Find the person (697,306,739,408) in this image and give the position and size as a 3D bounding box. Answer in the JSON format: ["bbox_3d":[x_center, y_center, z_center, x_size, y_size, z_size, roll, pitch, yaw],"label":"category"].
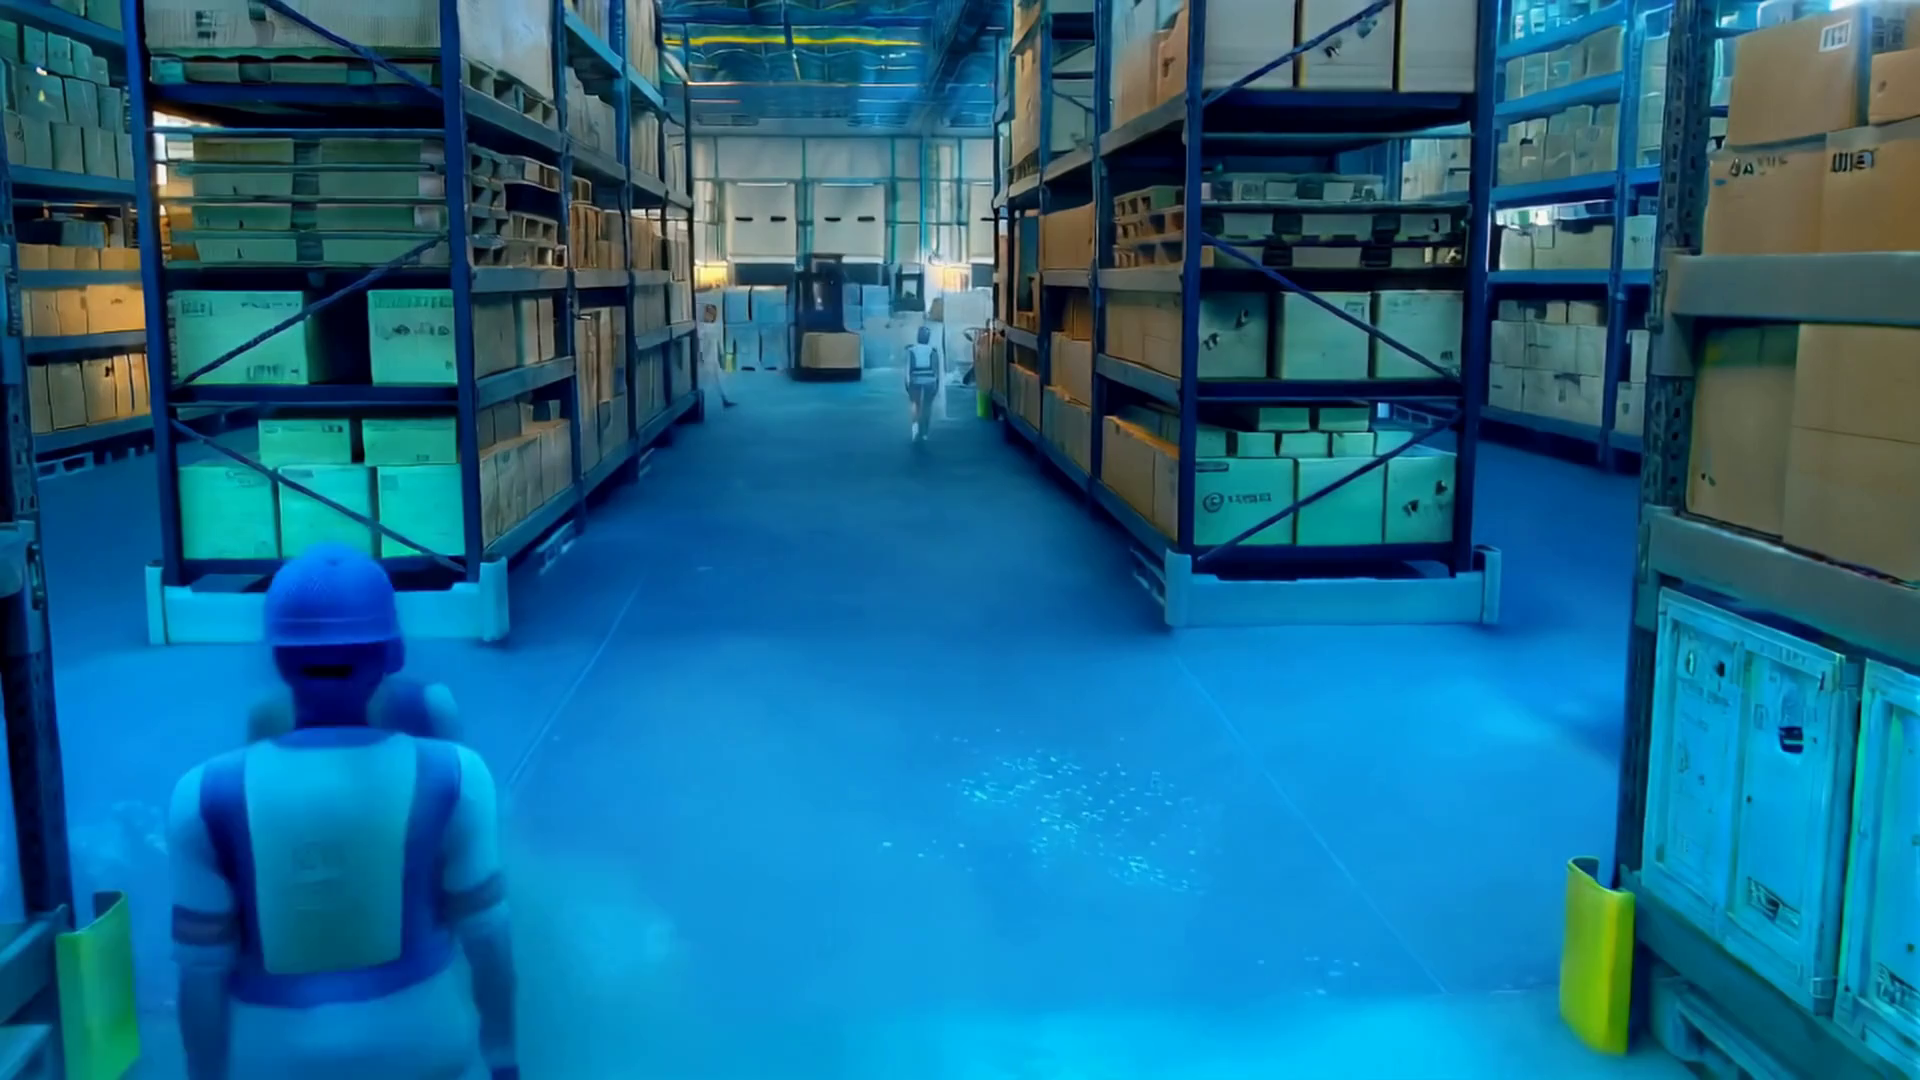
[{"bbox_3d":[-4.467,-3.261,29.654,0.958,1.822,0.534,1,9,4],"label":"person"}]

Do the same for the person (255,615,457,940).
[{"bbox_3d":[-1.546,0.883,4.311,0.518,1.580,0.850,-2,9,-9],"label":"person"}]

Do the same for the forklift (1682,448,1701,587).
[{"bbox_3d":[5.644,-0.874,11.318,1.129,2.768,1.873,-1,9,-4],"label":"forklift"}]

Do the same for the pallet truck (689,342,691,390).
[{"bbox_3d":[-5.225,-3.008,27.480,1.885,1.965,0.823,2,9,14],"label":"pallet truck"}]

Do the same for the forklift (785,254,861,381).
[{"bbox_3d":[-3.063,-4.997,37.208,1.129,2.768,1.873,-5,10,-28],"label":"forklift"}]

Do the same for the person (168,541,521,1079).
[{"bbox_3d":[-1.104,0.939,3.066,0.572,1.880,1.003,-2,9,-15],"label":"person"}]

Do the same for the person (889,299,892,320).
[{"bbox_3d":[-2.518,-7.332,55.817,0.626,1.616,0.518,-4,10,-22],"label":"person"}]

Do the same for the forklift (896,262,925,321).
[{"bbox_3d":[-1.812,-8.621,59.961,1.129,2.768,1.873,-1,9,-4],"label":"forklift"}]

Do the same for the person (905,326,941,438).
[{"bbox_3d":[-0.533,-2.276,24.035,0.530,1.623,0.416,0,9,0],"label":"person"}]
